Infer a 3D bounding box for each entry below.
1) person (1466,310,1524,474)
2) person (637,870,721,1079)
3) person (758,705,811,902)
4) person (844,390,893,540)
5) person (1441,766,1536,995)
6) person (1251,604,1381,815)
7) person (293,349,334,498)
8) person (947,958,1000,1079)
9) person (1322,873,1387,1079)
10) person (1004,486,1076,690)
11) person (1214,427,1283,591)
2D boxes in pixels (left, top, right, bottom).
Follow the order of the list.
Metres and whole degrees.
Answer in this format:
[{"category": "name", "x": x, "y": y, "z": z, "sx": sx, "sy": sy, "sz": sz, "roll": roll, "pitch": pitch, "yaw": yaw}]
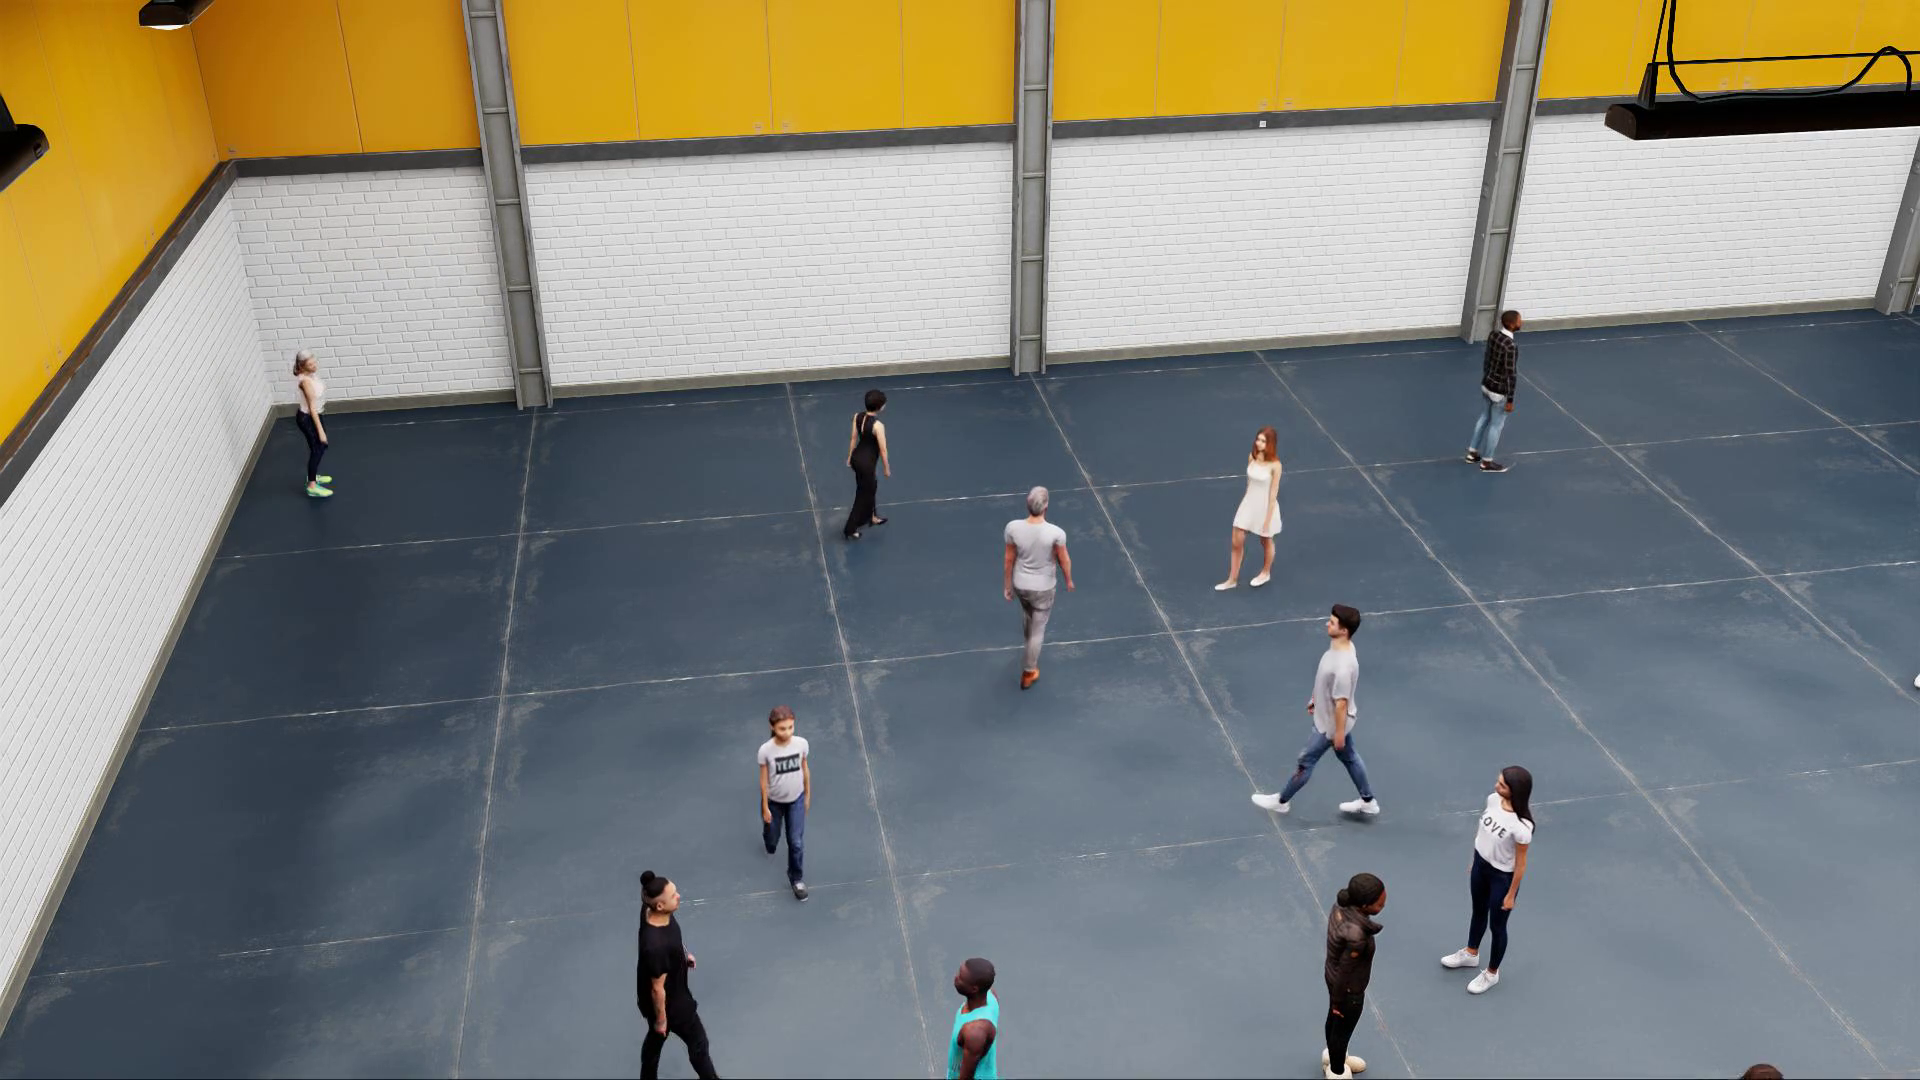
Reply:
[{"category": "person", "x": 5.767, "y": -1.624, "z": 17.931, "sx": 0.571, "sy": 1.821, "sz": 0.690, "roll": -7, "pitch": 29, "yaw": -12}, {"category": "person", "x": -1.851, "y": 2.709, "z": 9.968, "sx": 0.958, "sy": 1.839, "sz": 0.736, "roll": -8, "pitch": 30, "yaw": -14}, {"category": "person", "x": -1.287, "y": 1.811, "z": 11.917, "sx": 0.856, "sy": 1.550, "sz": 0.677, "roll": -10, "pitch": 30, "yaw": -17}, {"category": "person", "x": -1.006, "y": -0.724, "z": 16.546, "sx": 0.900, "sy": 1.567, "sz": 0.780, "roll": -24, "pitch": 37, "yaw": -37}, {"category": "person", "x": 3.542, "y": 2.207, "z": 10.955, "sx": 0.564, "sy": 1.775, "sz": 0.616, "roll": -9, "pitch": 30, "yaw": -17}, {"category": "person", "x": 2.891, "y": 1.339, "z": 12.480, "sx": 1.302, "sy": 1.840, "sz": 0.982, "roll": 5, "pitch": 29, "yaw": 10}, {"category": "person", "x": -6.810, "y": -1.216, "z": 17.343, "sx": 0.658, "sy": 1.667, "sz": 0.713, "roll": -15, "pitch": 32, "yaw": -25}, {"category": "person", "x": 0.167, "y": 3.100, "z": 9.319, "sx": 1.215, "sy": 1.775, "sz": 0.814, "roll": 1, "pitch": 29, "yaw": 2}, {"category": "person", "x": 2.349, "y": 2.704, "z": 10.163, "sx": 0.605, "sy": 1.660, "sz": 0.656, "roll": -5, "pitch": 29, "yaw": -8}, {"category": "person", "x": 0.611, "y": 0.443, "z": 14.162, "sx": 1.080, "sy": 1.801, "sz": 1.084, "roll": 13, "pitch": 31, "yaw": 22}, {"category": "person", "x": 2.889, "y": -0.313, "z": 15.666, "sx": 0.997, "sy": 1.689, "sz": 0.851, "roll": -21, "pitch": 35, "yaw": -34}]
